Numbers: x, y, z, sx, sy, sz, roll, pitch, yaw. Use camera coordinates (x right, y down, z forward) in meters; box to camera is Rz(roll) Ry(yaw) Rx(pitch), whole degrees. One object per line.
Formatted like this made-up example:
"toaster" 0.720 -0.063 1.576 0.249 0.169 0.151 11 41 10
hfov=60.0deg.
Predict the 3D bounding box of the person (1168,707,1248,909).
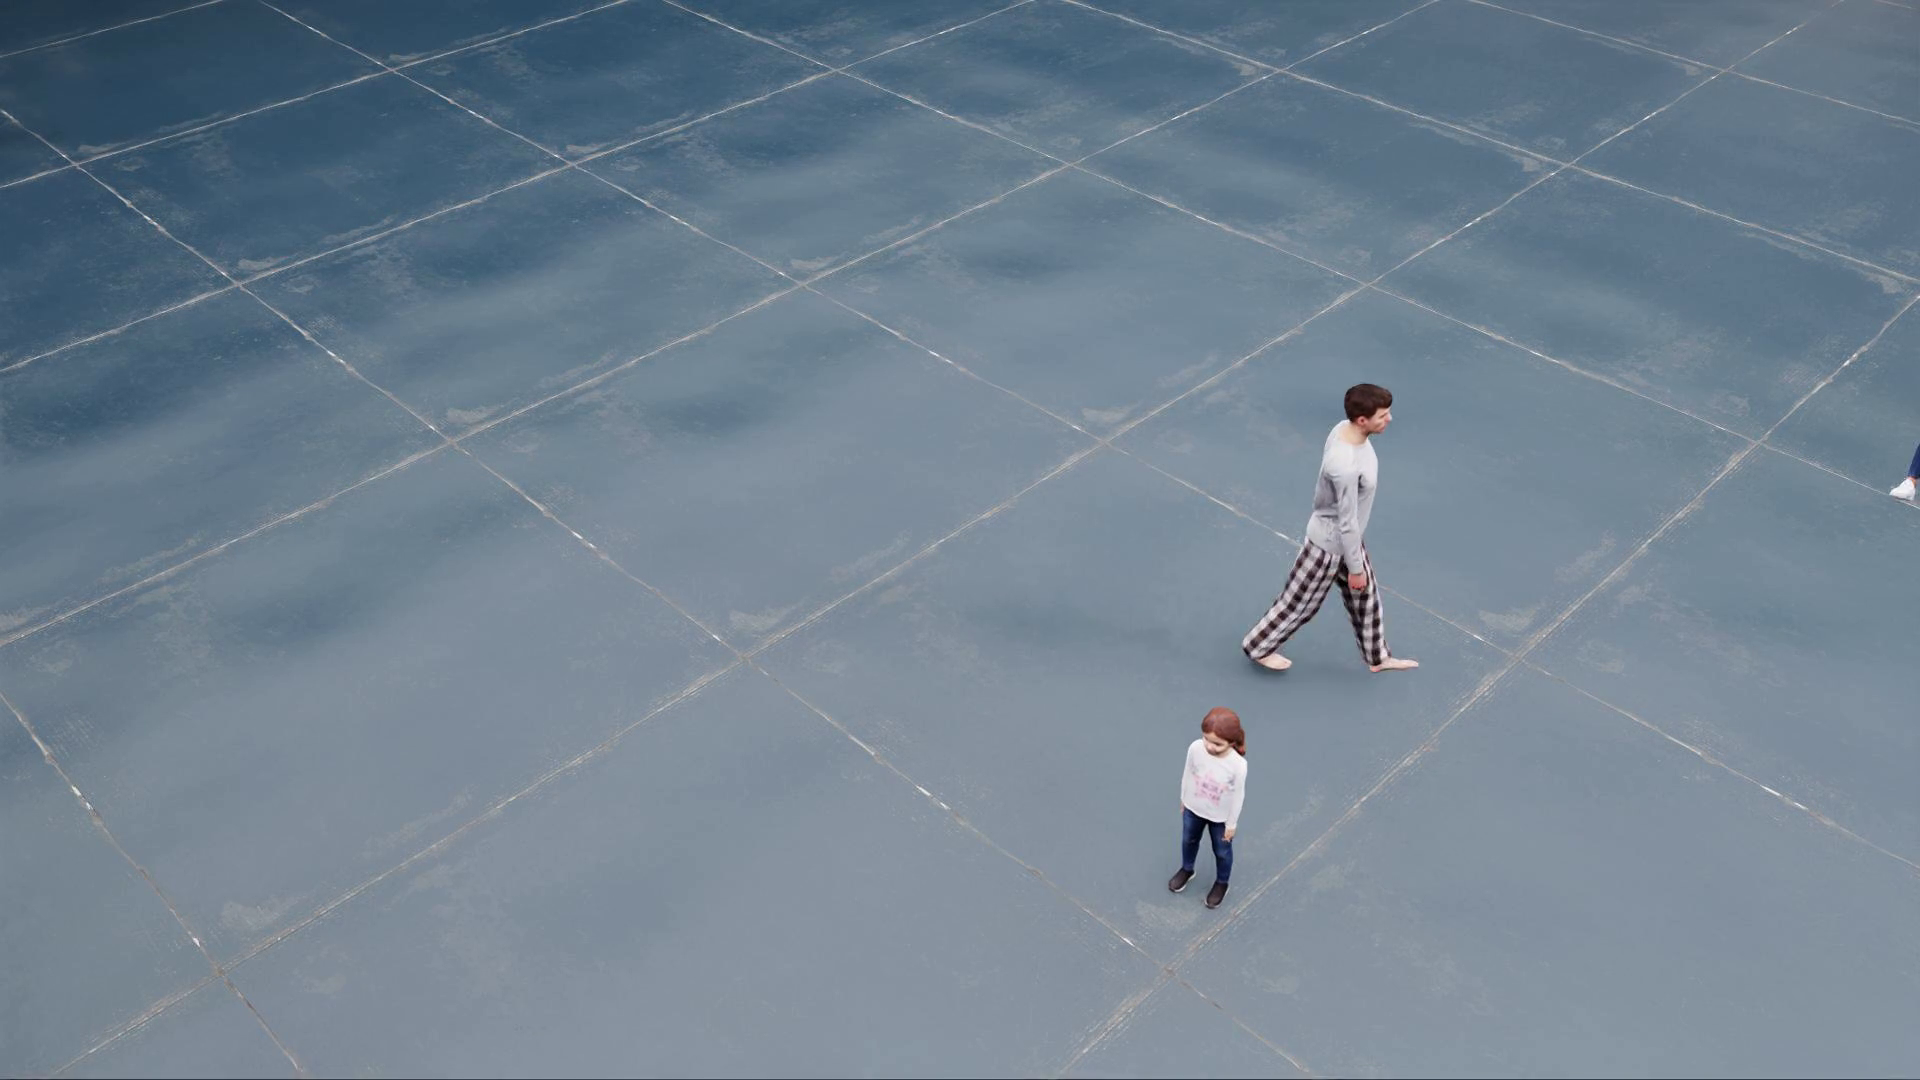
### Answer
"person" 1.135 1.181 7.494 0.490 1.112 0.524 20 42 24

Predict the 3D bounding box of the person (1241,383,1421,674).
"person" 1.815 -0.004 8.485 1.044 1.800 1.196 12 39 16
